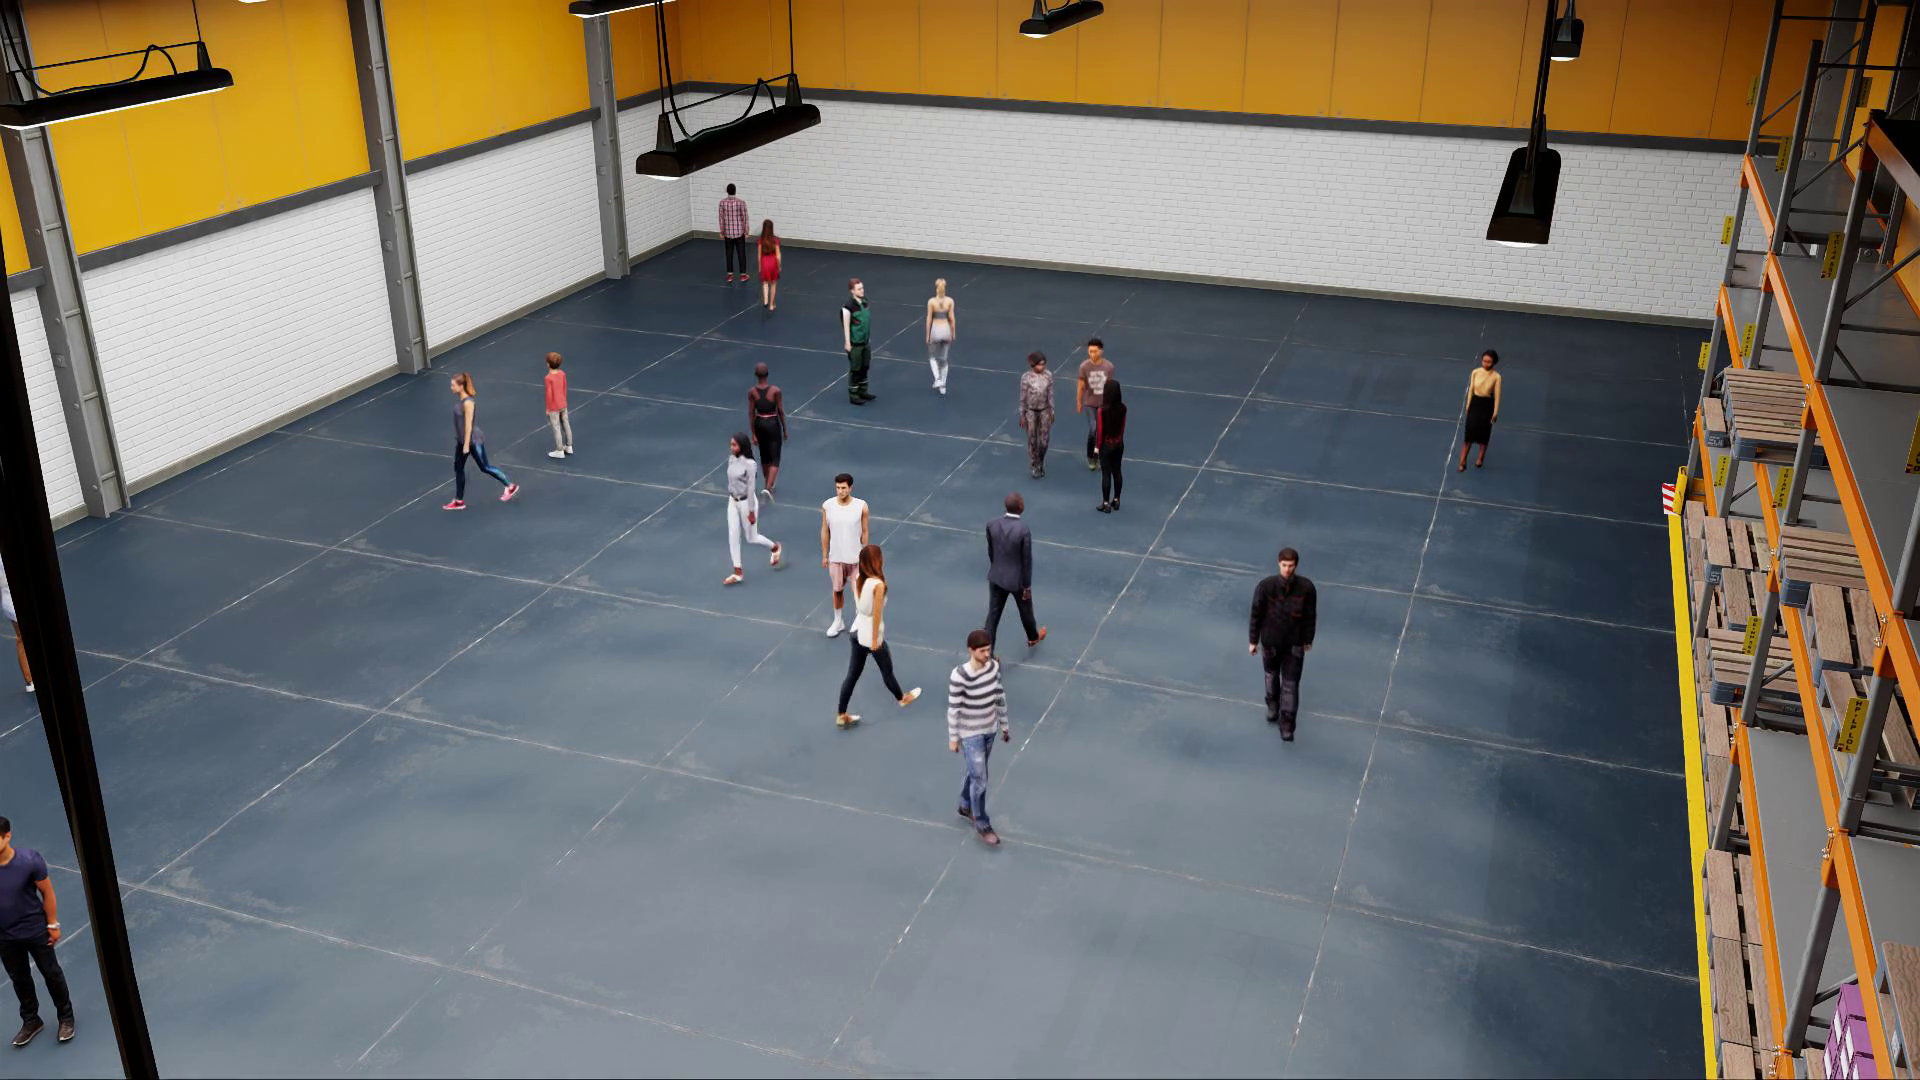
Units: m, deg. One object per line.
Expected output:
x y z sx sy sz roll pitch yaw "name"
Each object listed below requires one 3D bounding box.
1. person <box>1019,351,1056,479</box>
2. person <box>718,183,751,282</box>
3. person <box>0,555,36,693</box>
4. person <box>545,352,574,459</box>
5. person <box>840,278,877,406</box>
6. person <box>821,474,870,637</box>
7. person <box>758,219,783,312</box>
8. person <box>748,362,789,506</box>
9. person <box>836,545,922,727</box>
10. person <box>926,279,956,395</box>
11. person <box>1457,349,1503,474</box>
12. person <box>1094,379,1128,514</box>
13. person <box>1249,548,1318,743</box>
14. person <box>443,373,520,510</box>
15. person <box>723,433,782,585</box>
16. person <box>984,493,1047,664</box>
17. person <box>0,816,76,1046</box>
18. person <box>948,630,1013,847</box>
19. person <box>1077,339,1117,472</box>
0.961 -1.609 21.095 0.728 1.698 0.763 -2 24 -5 "person"
-4.087 -5.578 30.096 0.768 1.761 0.701 0 24 1 "person"
-8.907 0.627 15.818 0.749 1.826 0.674 17 29 33 "person"
-5.283 -1.781 21.841 0.614 1.416 0.477 14 27 28 "person"
-1.463 -2.855 23.761 0.743 1.845 0.586 14 27 29 "person"
-1.147 0.143 16.976 0.688 1.787 0.622 4 24 8 "person"
-3.242 -4.654 28.256 0.612 1.542 0.687 2 24 6 "person"
-2.359 -1.291 20.321 0.750 1.734 1.145 3 24 6 "person"
-0.923 0.926 15.250 1.194 1.735 0.984 -17 29 -34 "person"
-0.275 -2.931 24.126 0.699 1.691 0.728 -4 24 -8 "person"
6.709 -1.649 21.280 0.770 1.624 1.037 16 28 32 "person"
1.833 -1.136 20.063 0.628 1.658 0.723 -15 28 -31 "person"
2.966 0.886 15.255 0.827 1.803 1.093 5 24 11 "person"
-5.830 -1.182 20.126 1.186 1.691 1.043 -14 27 -29 "person"
-2.310 -0.364 18.239 1.089 1.704 0.866 -22 32 -40 "person"
0.439 0.437 16.315 0.919 1.779 1.267 14 27 29 "person"
-6.366 2.624 11.293 0.719 1.792 0.697 -4 24 -8 "person"
0.075 1.542 13.718 0.944 1.833 0.955 -20 31 -38 "person"
1.721 -1.762 21.364 0.744 1.762 0.790 -5 24 -12 "person"
